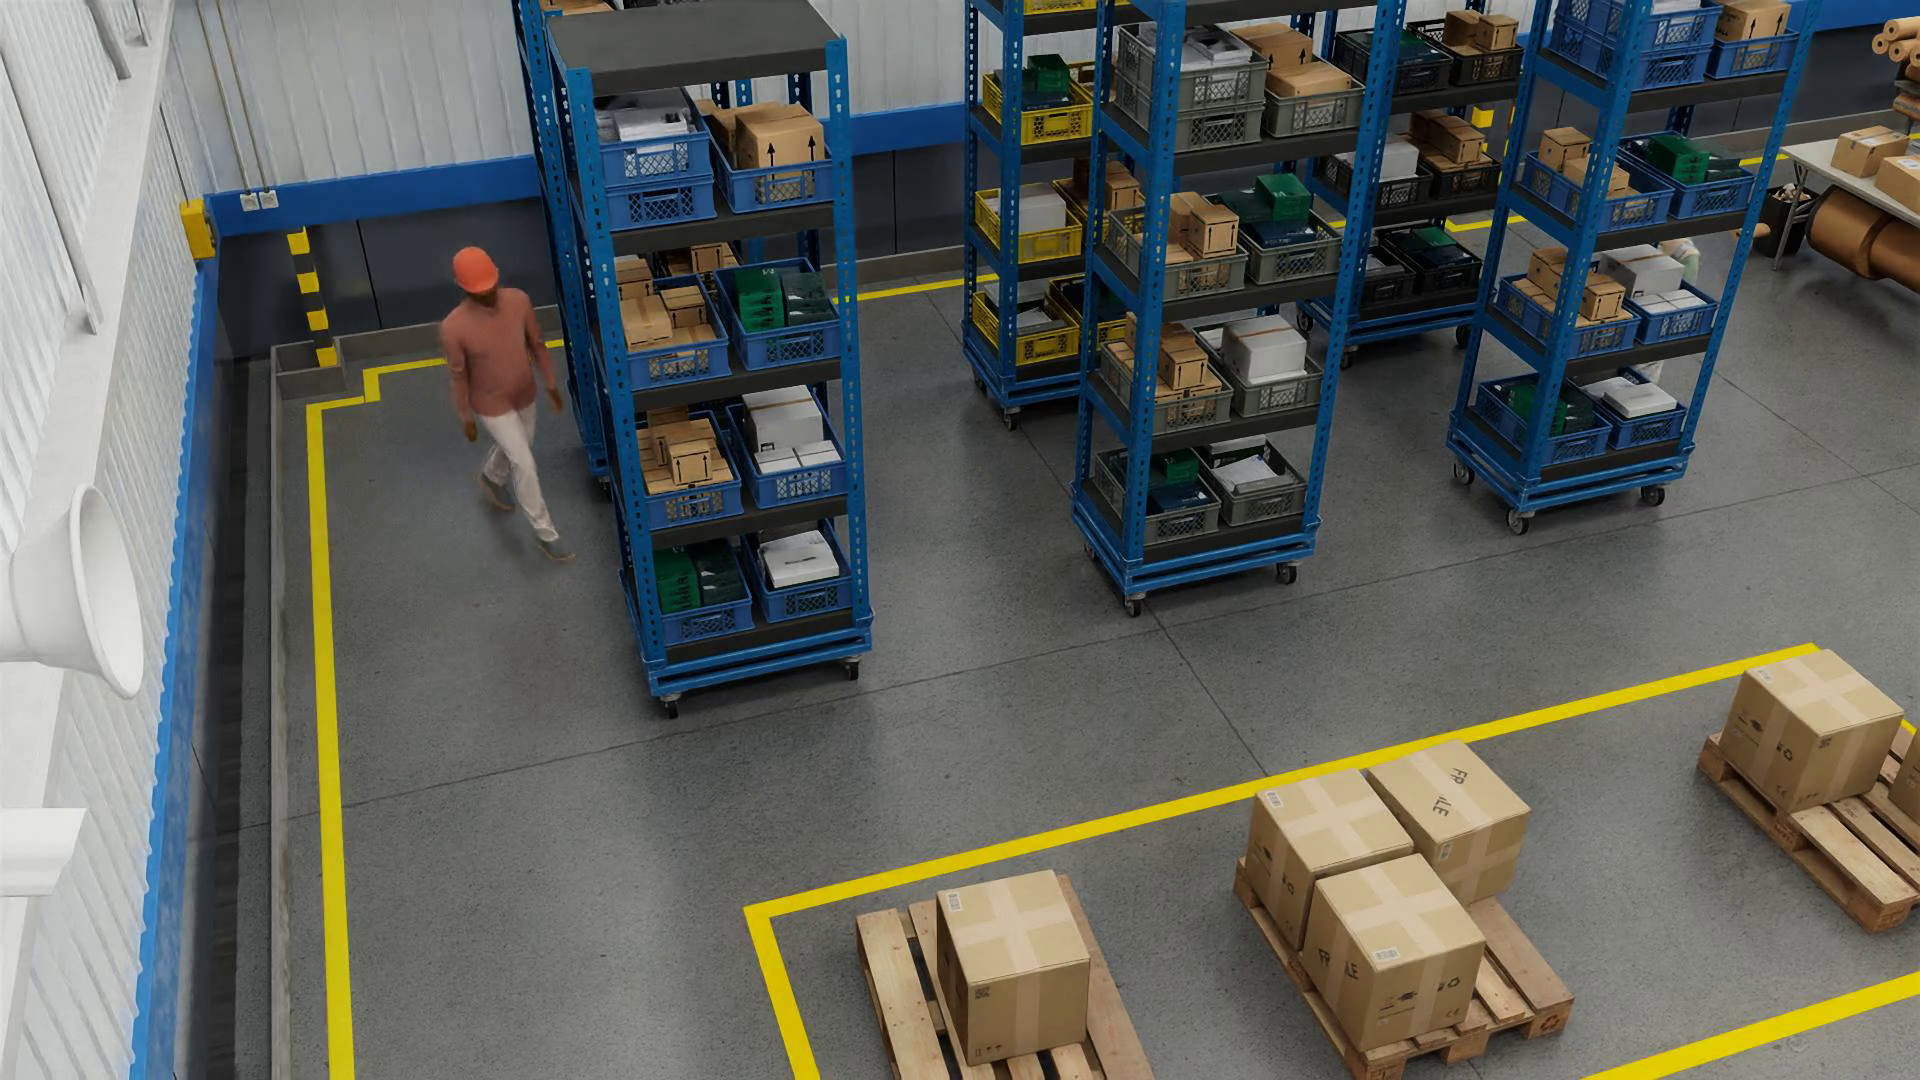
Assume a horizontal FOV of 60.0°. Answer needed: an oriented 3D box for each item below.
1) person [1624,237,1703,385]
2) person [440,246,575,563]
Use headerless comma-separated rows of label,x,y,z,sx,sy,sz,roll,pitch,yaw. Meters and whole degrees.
person,4.632,-1.512,10.994,0.306,1.640,0.522,-6,36,-8
person,-2.710,-0.872,9.825,0.979,1.950,0.621,23,41,29
